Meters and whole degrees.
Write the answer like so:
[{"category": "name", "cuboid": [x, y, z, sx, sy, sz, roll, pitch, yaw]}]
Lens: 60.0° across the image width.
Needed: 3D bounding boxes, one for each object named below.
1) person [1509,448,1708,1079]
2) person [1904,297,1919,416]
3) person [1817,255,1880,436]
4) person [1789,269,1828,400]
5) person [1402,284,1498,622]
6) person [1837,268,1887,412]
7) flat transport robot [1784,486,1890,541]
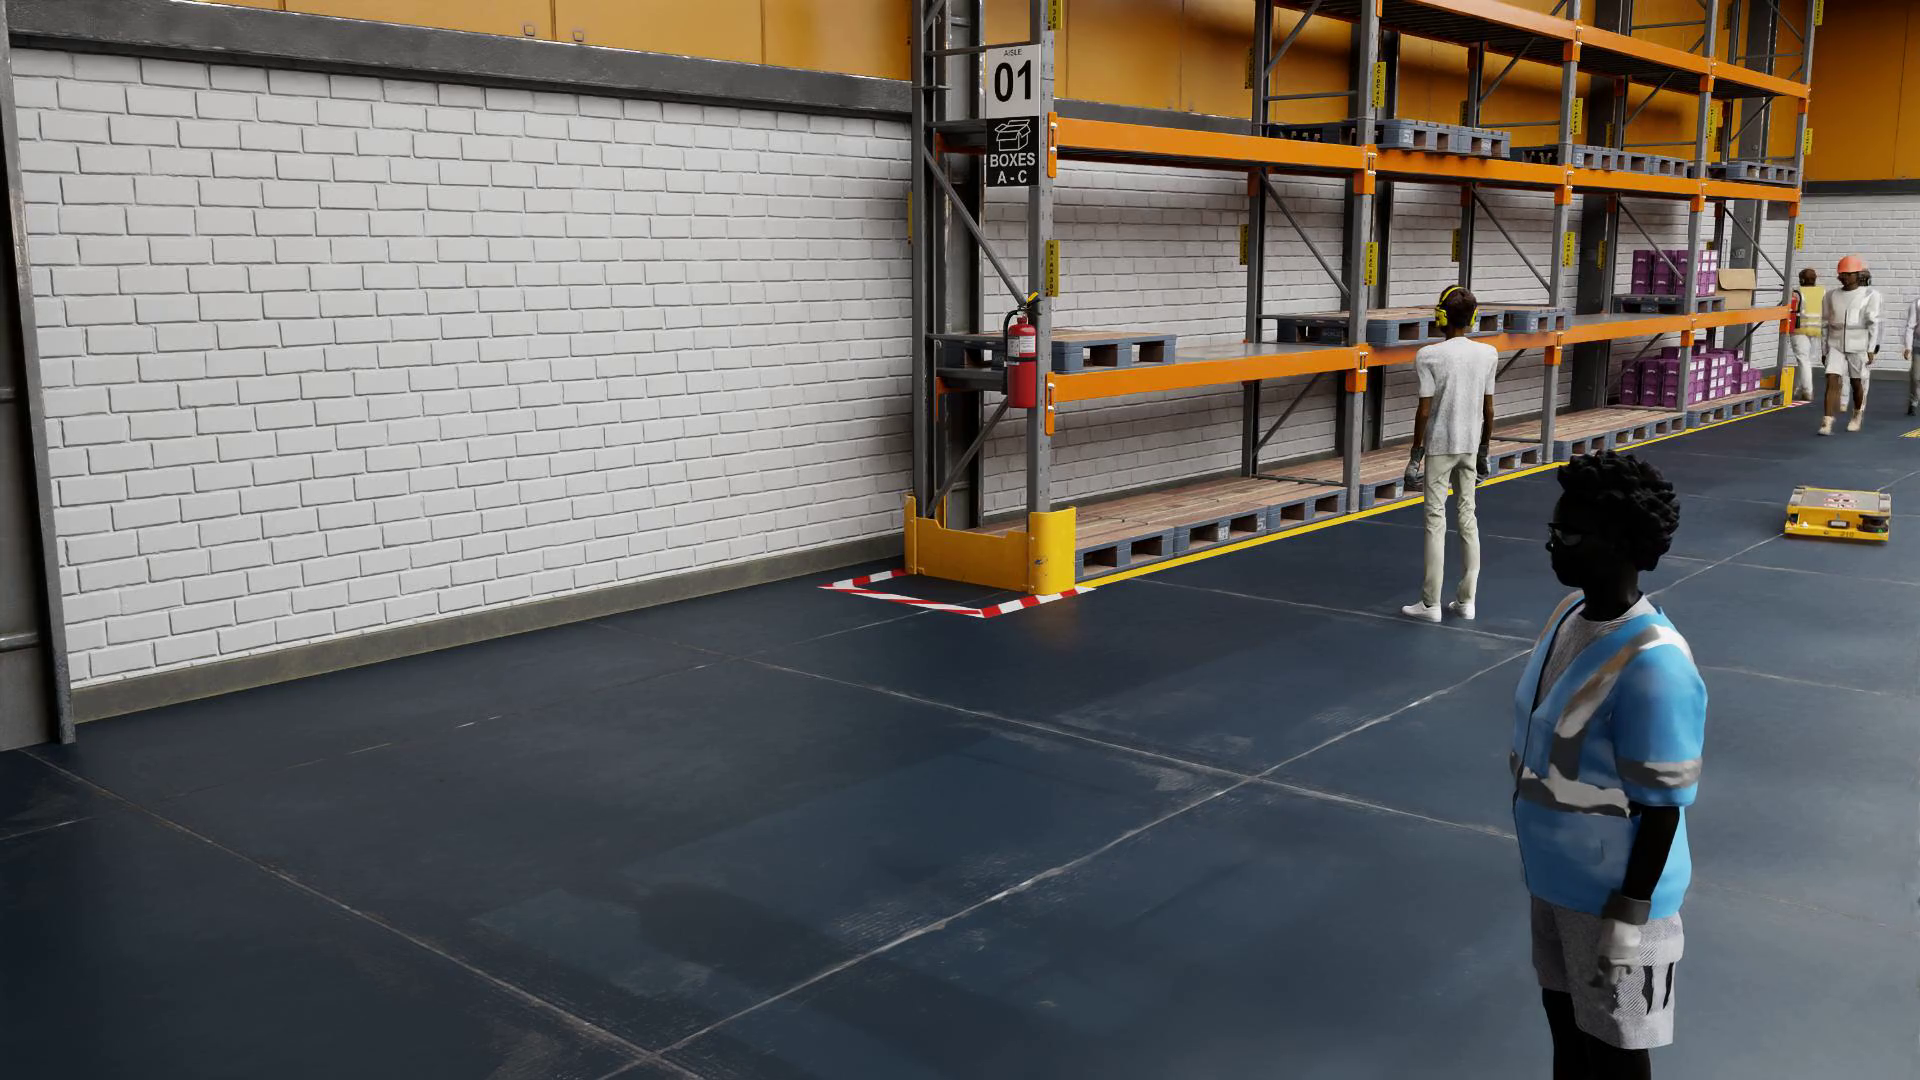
[{"category": "person", "cuboid": [1.238, 0.666, 3.264, 0.321, 1.697, 0.529, 0, 10, 0]}, {"category": "person", "cuboid": [11.788, -2.355, 20.193, 0.594, 1.801, 0.864, 5, 11, 25]}, {"category": "person", "cuboid": [9.933, -2.175, 18.586, 0.616, 2.003, 1.016, 9, 13, 40]}, {"category": "person", "cuboid": [11.691, -2.855, 23.077, 0.631, 1.781, 0.970, 0, 10, -1]}, {"category": "person", "cuboid": [2.723, -0.477, 9.271, 0.513, 1.876, 0.328, -3, 10, -15]}, {"category": "person", "cuboid": [11.335, -2.522, 21.073, 0.626, 1.831, 0.455, 7, 12, 35]}, {"category": "flat transport robot", "cuboid": [6.508, -0.210, 12.310, 0.652, 0.197, 1.431, 5, 11, 28]}]
